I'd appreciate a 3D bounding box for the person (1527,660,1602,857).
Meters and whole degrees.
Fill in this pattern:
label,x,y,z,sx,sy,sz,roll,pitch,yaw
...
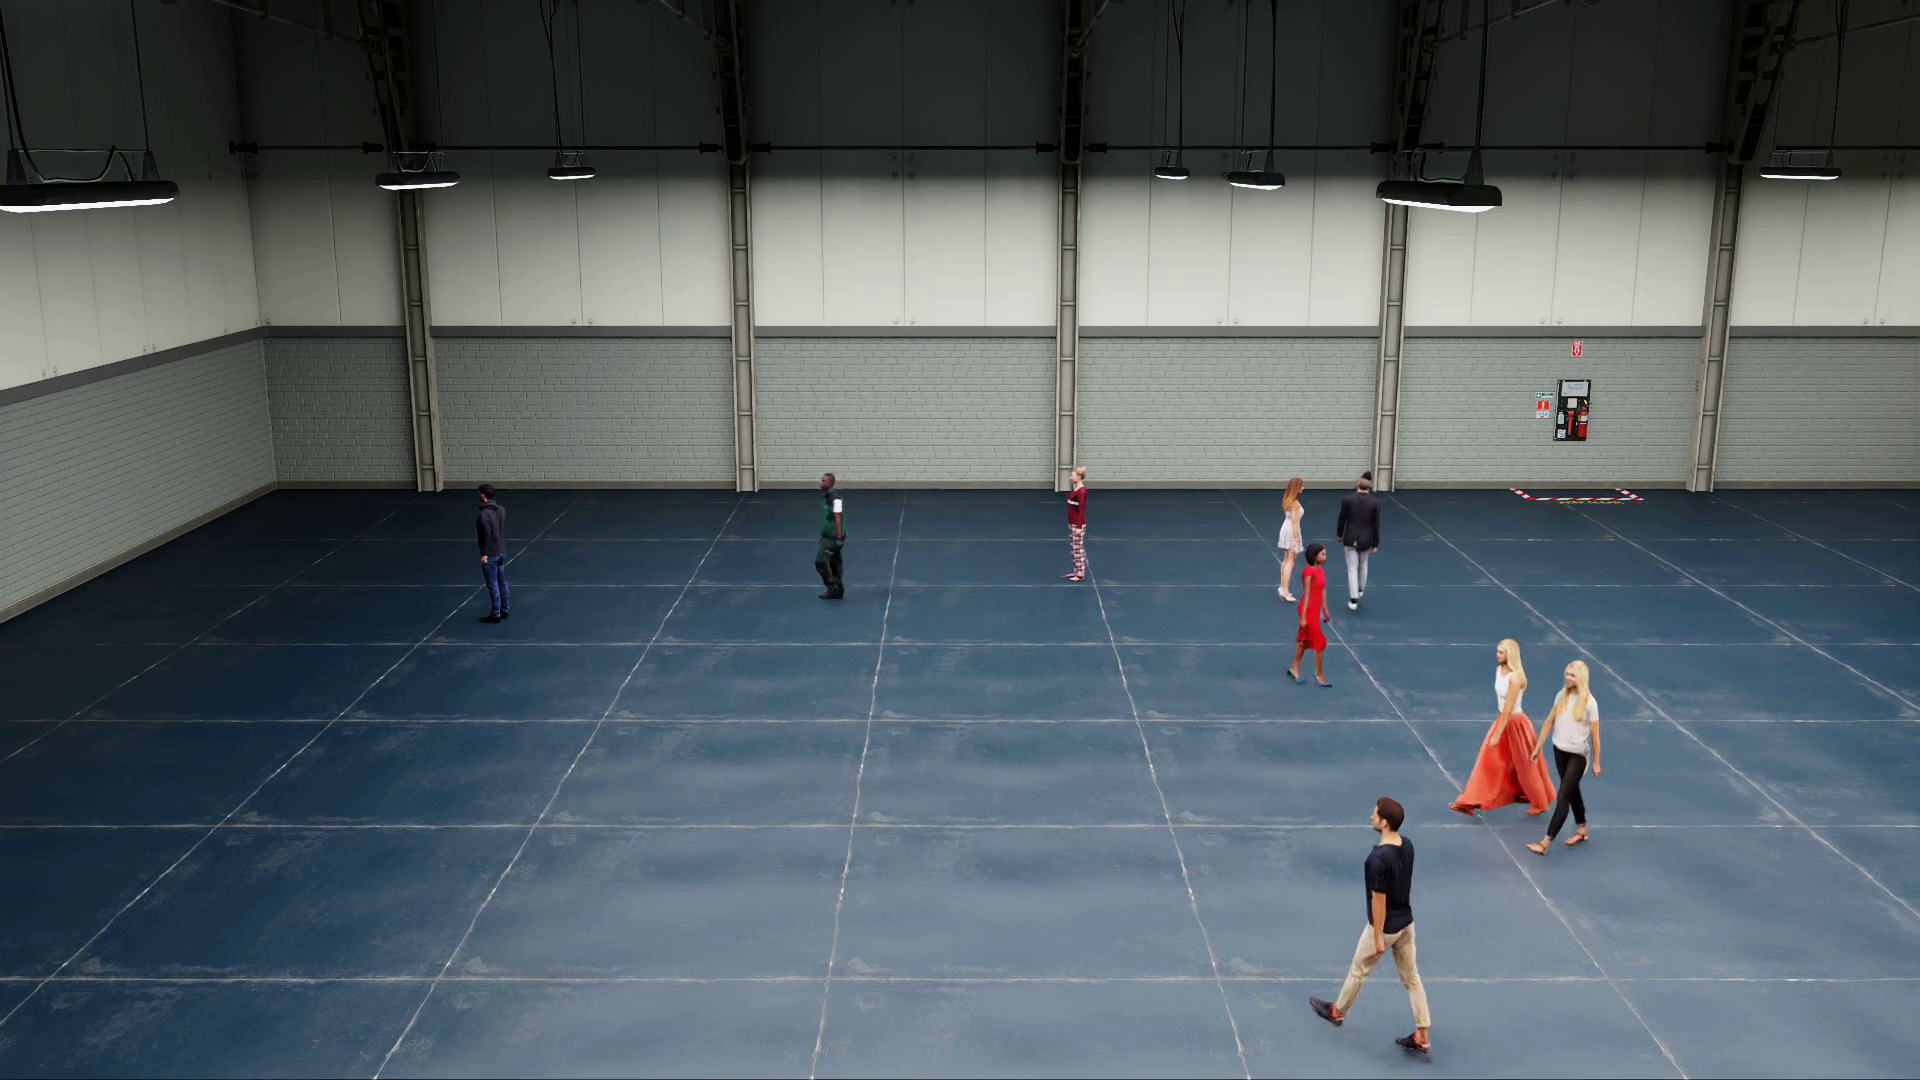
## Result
label,x,y,z,sx,sy,sz,roll,pitch,yaw
person,5.566,1.951,14.971,1.219,1.785,1.001,-8,15,-30

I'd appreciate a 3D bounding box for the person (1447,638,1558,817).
label,x,y,z,sx,sy,sz,roll,pitch,yaw
person,5.277,1.819,15.648,1.324,1.737,0.738,-2,13,-7

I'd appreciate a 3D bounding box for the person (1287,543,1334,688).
label,x,y,z,sx,sy,sz,roll,pitch,yaw
person,4.070,0.883,19.728,0.942,1.720,0.838,8,15,30

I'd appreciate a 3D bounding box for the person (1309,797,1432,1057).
label,x,y,z,sx,sy,sz,roll,pitch,yaw
person,3.076,2.724,11.583,1.149,1.809,1.174,-11,17,-40

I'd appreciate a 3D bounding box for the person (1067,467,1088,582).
label,x,y,z,sx,sy,sz,roll,pitch,yaw
person,1.737,-0.253,24.678,0.553,1.699,0.654,-2,13,-9

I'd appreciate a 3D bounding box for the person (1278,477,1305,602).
label,x,y,z,sx,sy,sz,roll,pitch,yaw
person,4.674,-0.018,23.518,0.561,1.765,0.556,0,13,0

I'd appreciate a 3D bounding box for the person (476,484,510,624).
label,x,y,z,sx,sy,sz,roll,pitch,yaw
person,-6.296,0.168,22.430,0.647,1.894,0.727,3,13,13

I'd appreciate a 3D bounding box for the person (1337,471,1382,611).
label,x,y,z,sx,sy,sz,roll,pitch,yaw
person,5.509,0.040,22.998,1.213,1.887,0.877,1,13,6

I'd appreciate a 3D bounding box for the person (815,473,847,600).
label,x,y,z,sx,sy,sz,roll,pitch,yaw
person,-1.727,-0.046,23.496,0.823,1.829,0.809,-4,14,-17
